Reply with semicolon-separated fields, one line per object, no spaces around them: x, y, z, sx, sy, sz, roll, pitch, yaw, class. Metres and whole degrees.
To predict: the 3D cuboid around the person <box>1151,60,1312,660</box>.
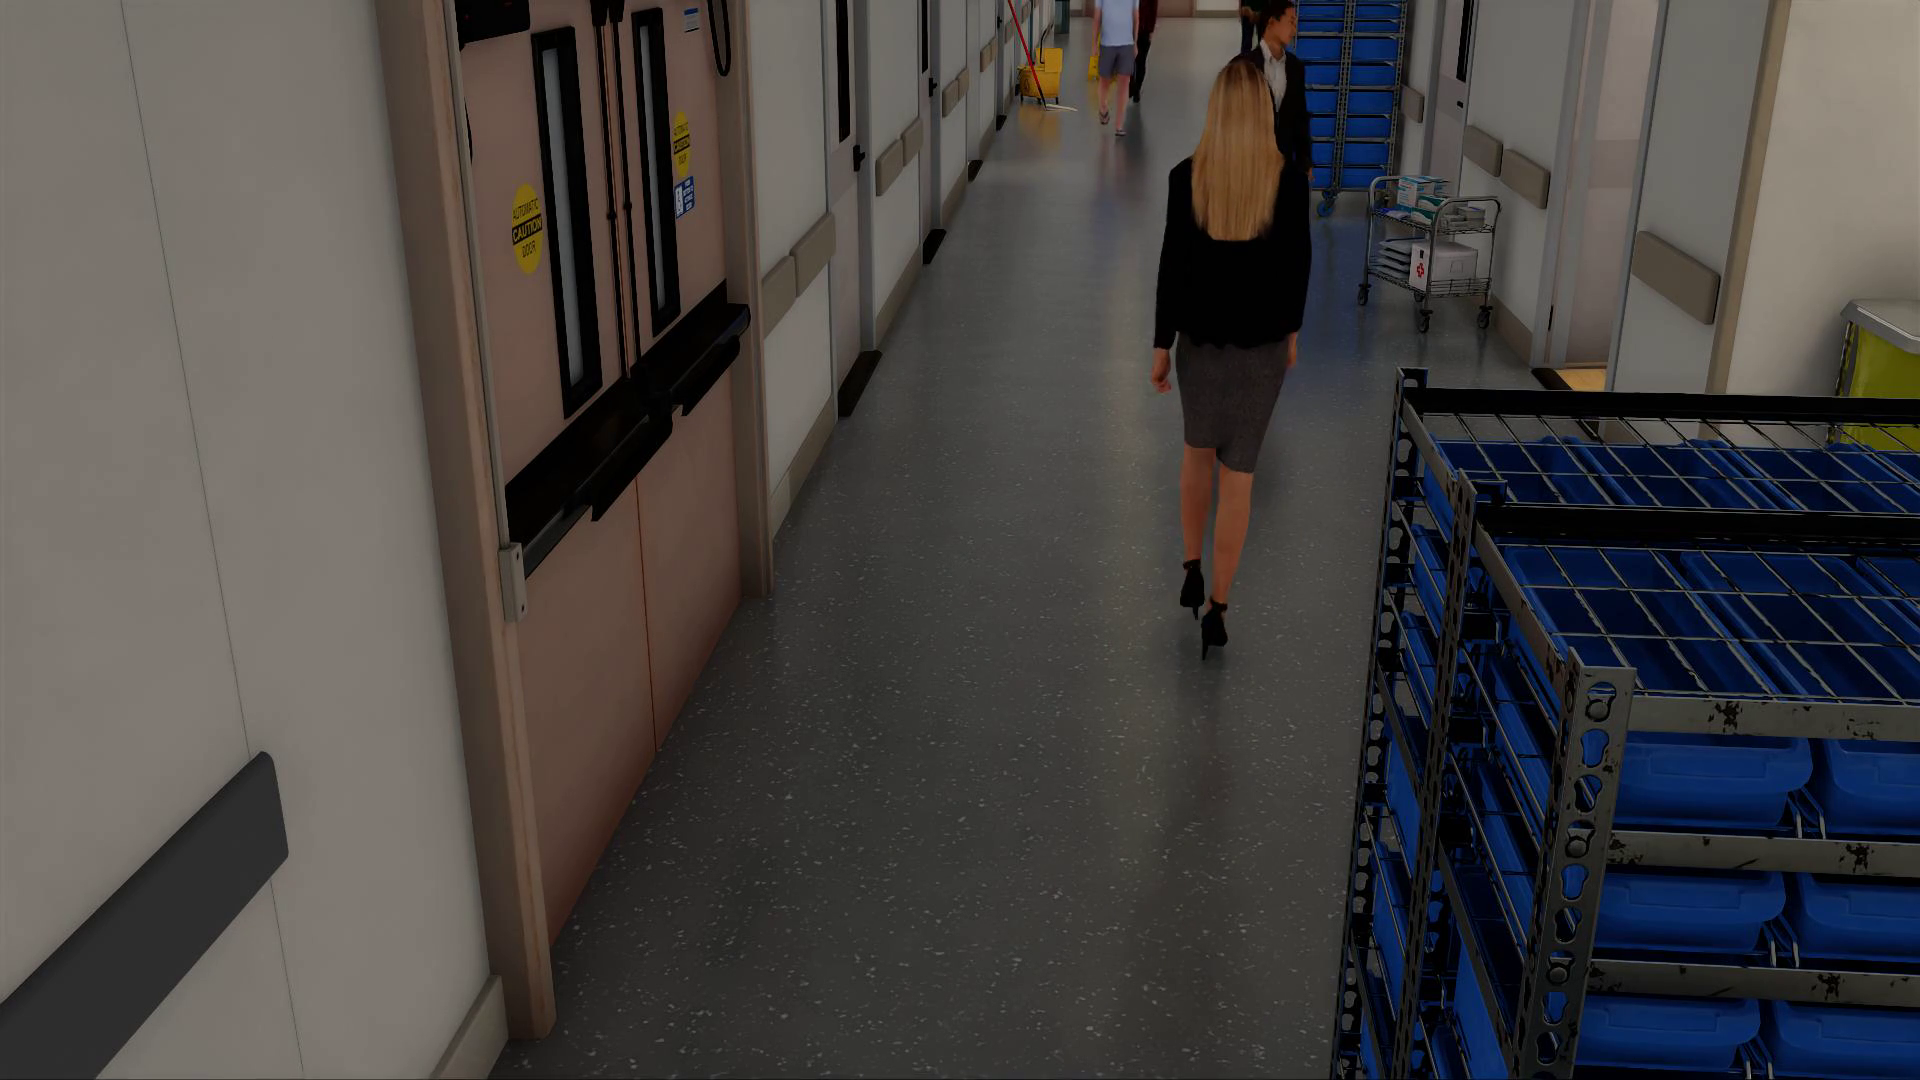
0.830;-0.489;5.069;0.659;1.814;0.750;5;21;12;person

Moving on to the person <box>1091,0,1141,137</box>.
1.646;-5.198;17.503;0.678;1.813;0.996;1;21;3;person

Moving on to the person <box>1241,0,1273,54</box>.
4.110;-7.381;23.288;0.985;1.758;1.239;9;22;22;person

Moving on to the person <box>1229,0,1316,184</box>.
1.702;-2.129;9.437;0.815;1.788;0.756;-2;21;-5;person

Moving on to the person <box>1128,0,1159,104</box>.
2.223;-6.245;20.511;0.615;1.642;0.652;5;21;13;person
